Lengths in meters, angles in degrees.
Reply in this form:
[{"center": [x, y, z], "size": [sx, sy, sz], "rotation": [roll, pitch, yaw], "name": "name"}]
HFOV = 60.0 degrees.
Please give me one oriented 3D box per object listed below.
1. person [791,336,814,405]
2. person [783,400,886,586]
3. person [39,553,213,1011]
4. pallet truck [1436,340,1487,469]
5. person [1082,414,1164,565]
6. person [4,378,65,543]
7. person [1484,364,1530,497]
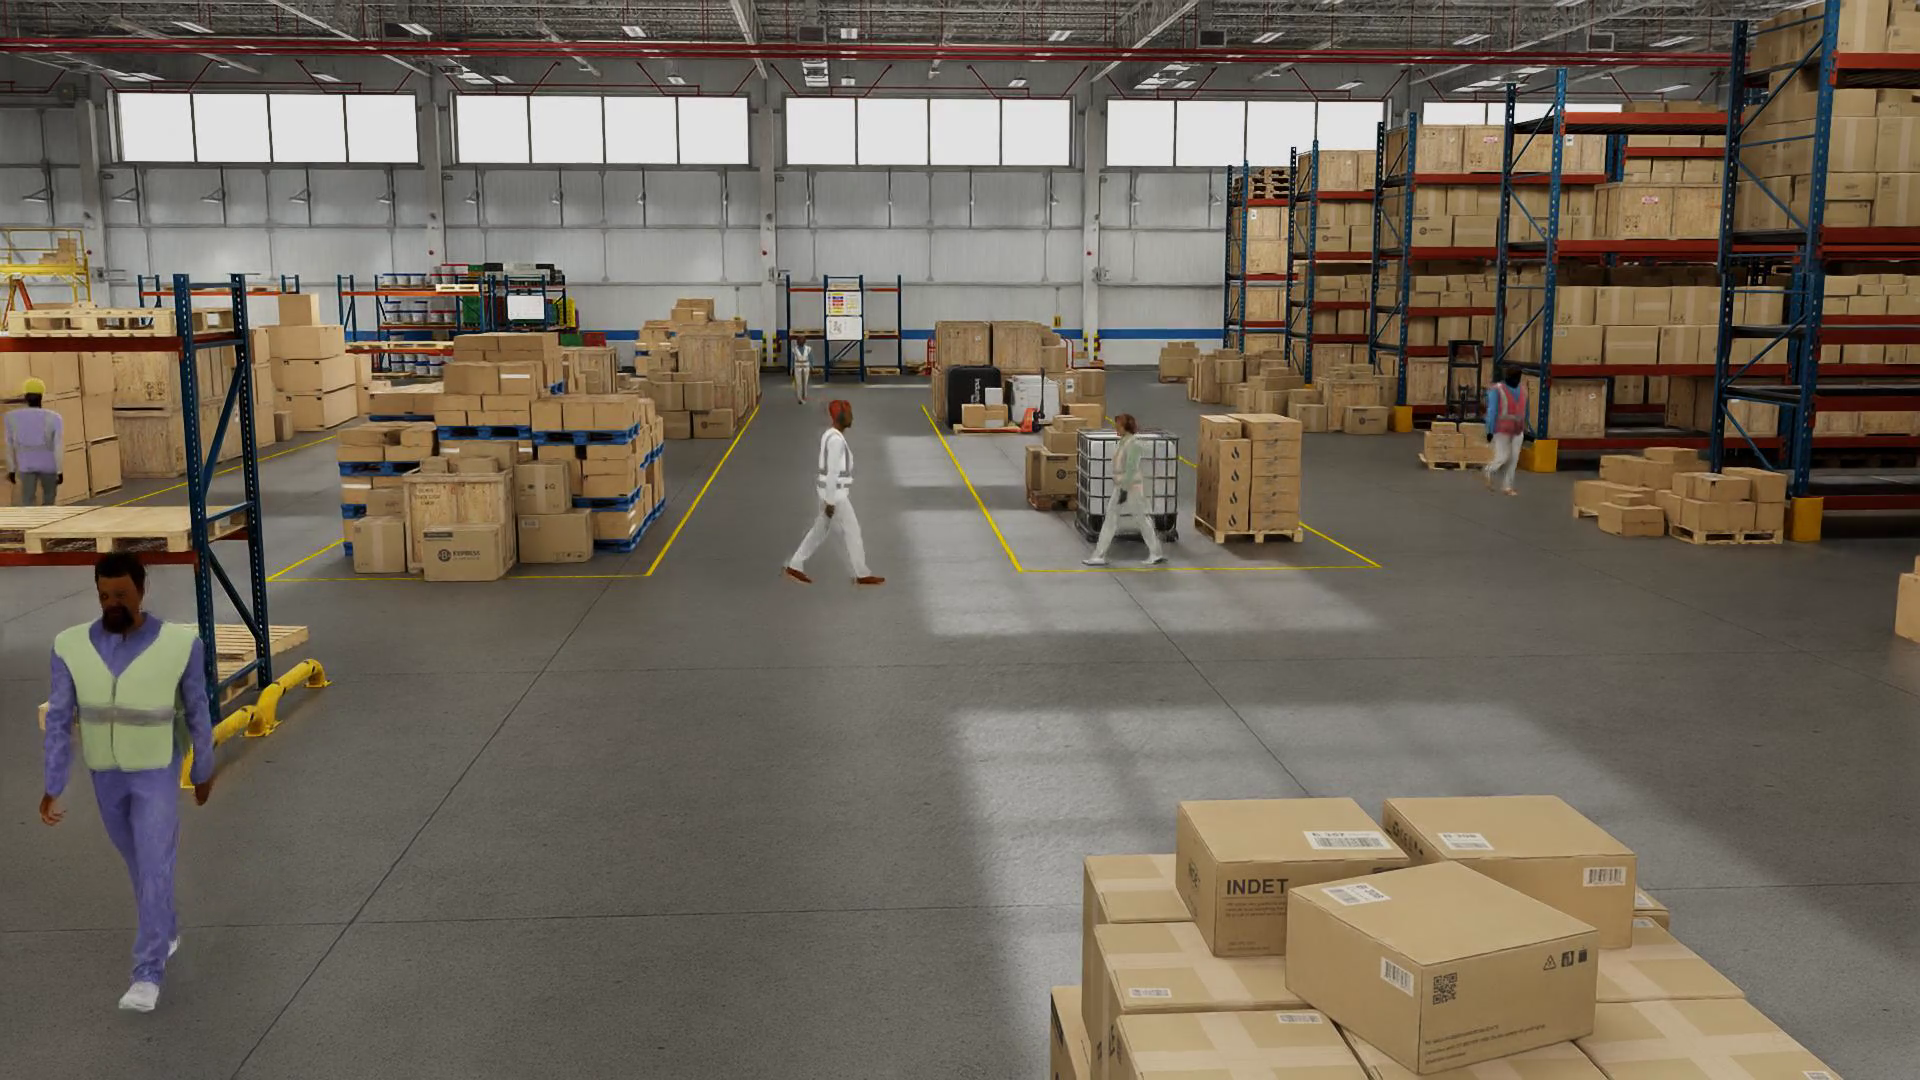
[{"center": [-3.699, -3.969, 38.982], "size": [0.514, 1.593, 0.865], "rotation": [-2, 9, -14], "name": "person"}, {"center": [-1.263, -0.449, 16.147], "size": [0.988, 1.842, 0.594], "rotation": [-2, 9, -12], "name": "person"}, {"center": [-3.483, 0.997, 6.926], "size": [0.598, 1.874, 0.982], "rotation": [-1, 9, -5], "name": "person"}, {"center": [8.004, -2.170, 26.422], "size": [0.823, 1.965, 1.885], "rotation": [2, 9, 14], "name": "pallet truck"}, {"center": [1.740, -0.519, 17.309], "size": [0.859, 1.598, 0.512], "rotation": [-4, 10, -22], "name": "person"}, {"center": [-10.138, -0.822, 18.238], "size": [0.600, 1.908, 0.722], "rotation": [-3, 9, -15], "name": "person"}, {"center": [7.481, -1.496, 22.722], "size": [0.654, 1.823, 0.478], "rotation": [-3, 10, -19], "name": "person"}]
